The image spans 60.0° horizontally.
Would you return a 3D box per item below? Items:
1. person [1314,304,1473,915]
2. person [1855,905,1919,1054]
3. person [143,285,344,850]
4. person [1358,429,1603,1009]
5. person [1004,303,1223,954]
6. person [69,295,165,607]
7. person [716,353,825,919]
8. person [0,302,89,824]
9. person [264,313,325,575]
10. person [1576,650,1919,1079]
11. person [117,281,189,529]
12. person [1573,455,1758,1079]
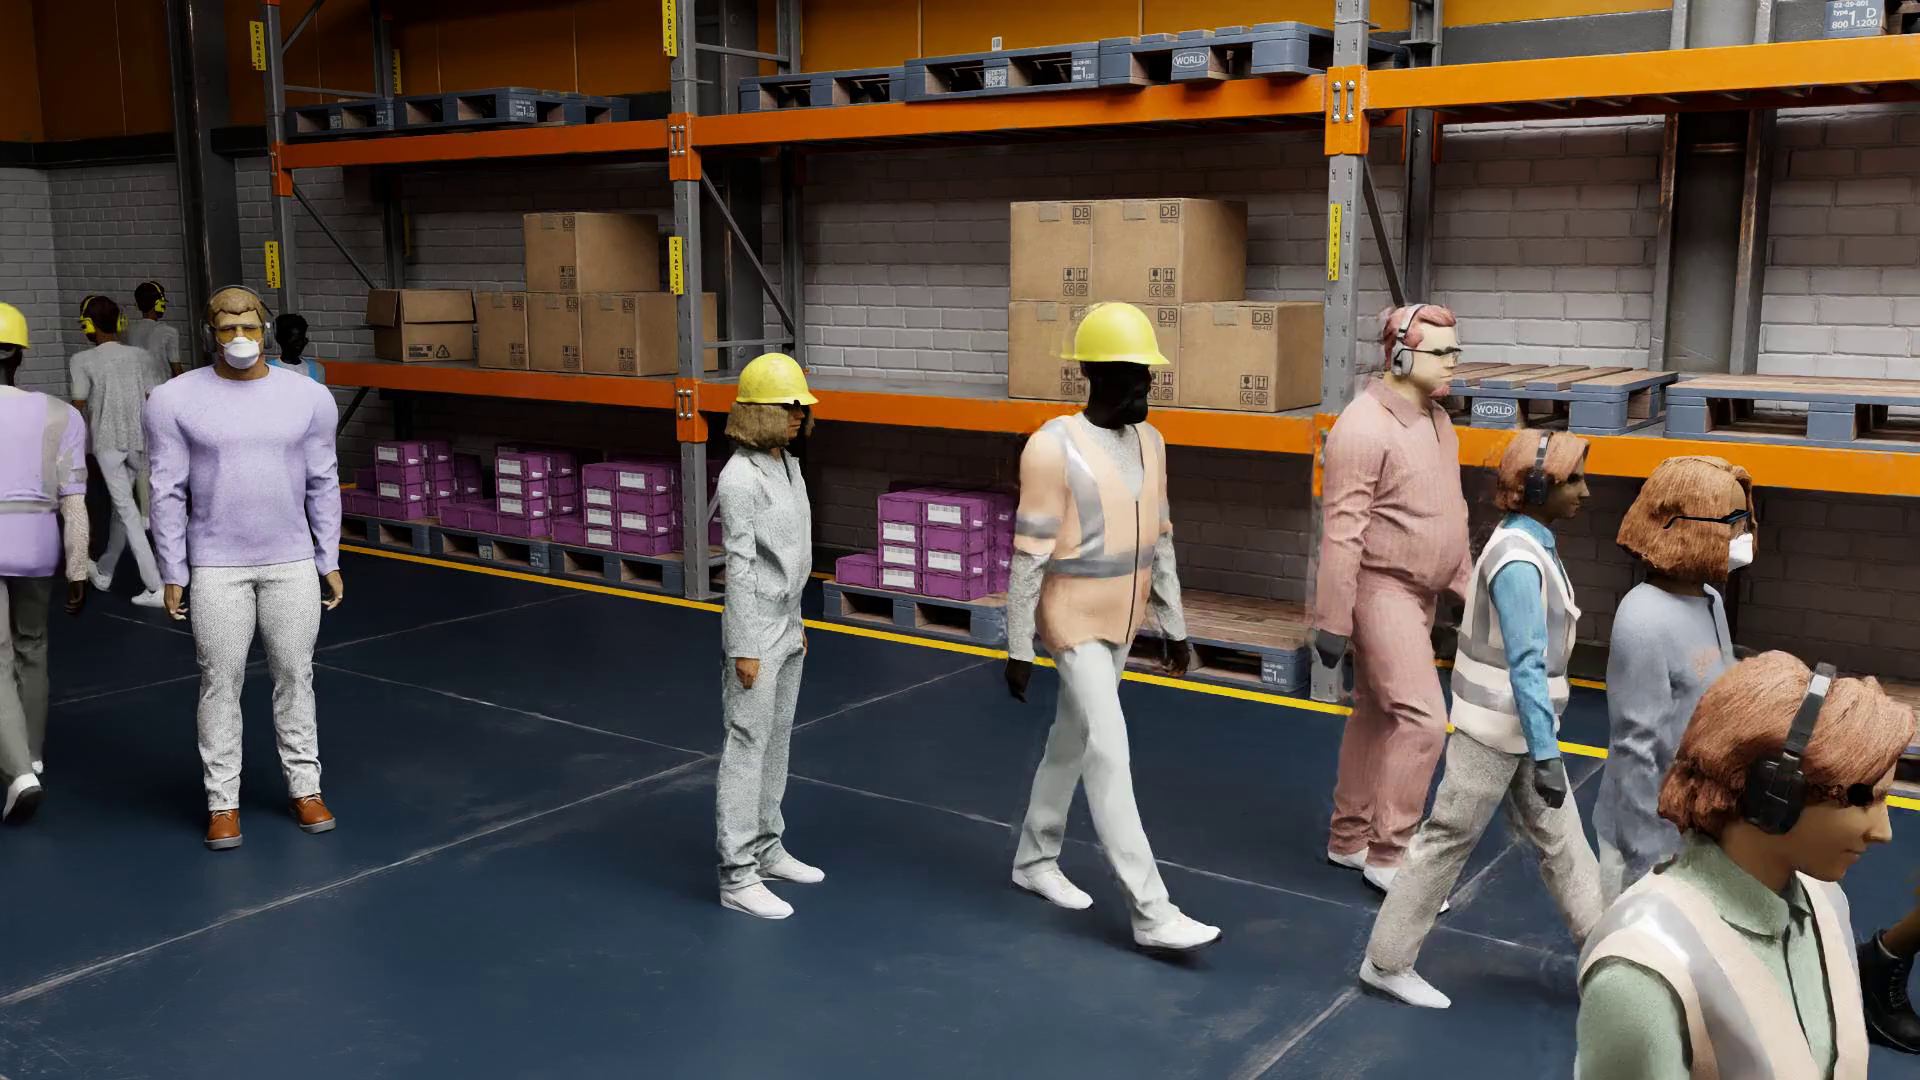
[{"bbox_3d":[1.449,0.208,5.259,0.652,1.885,0.663,6,11,33],"label":"person"},{"bbox_3d":[2.604,0.428,3.921,0.556,1.904,0.940,-6,11,-33],"label":"person"},{"bbox_3d":[-2.462,0.091,5.801,0.631,1.940,0.372,-6,11,-32],"label":"person"},{"bbox_3d":[1.495,0.506,4.362,0.900,1.585,0.539,4,10,24],"label":"person"},{"bbox_3d":[0.478,0.258,4.944,0.940,1.891,0.606,8,12,40],"label":"person"},{"bbox_3d":[-5.042,-0.526,9.845,0.973,1.810,0.543,5,11,27],"label":"person"},{"bbox_3d":[-0.584,0.288,5.207,0.320,1.742,0.492,2,10,14],"label":"person"},{"bbox_3d":[-3.523,0.064,6.157,0.596,1.881,0.981,-8,12,-40],"label":"person"},{"bbox_3d":[-4.219,-0.588,10.557,0.317,1.696,0.540,5,11,30],"label":"person"},{"bbox_3d":[0.812,0.901,2.000,0.523,1.603,0.826,-7,12,-38],"label":"person"},{"bbox_3d":[-6.054,-1.006,12.543,0.531,1.869,0.310,1,10,5],"label":"person"},{"bbox_3d":[1.478,0.634,3.475,0.281,1.634,0.498,7,12,36],"label":"person"}]
